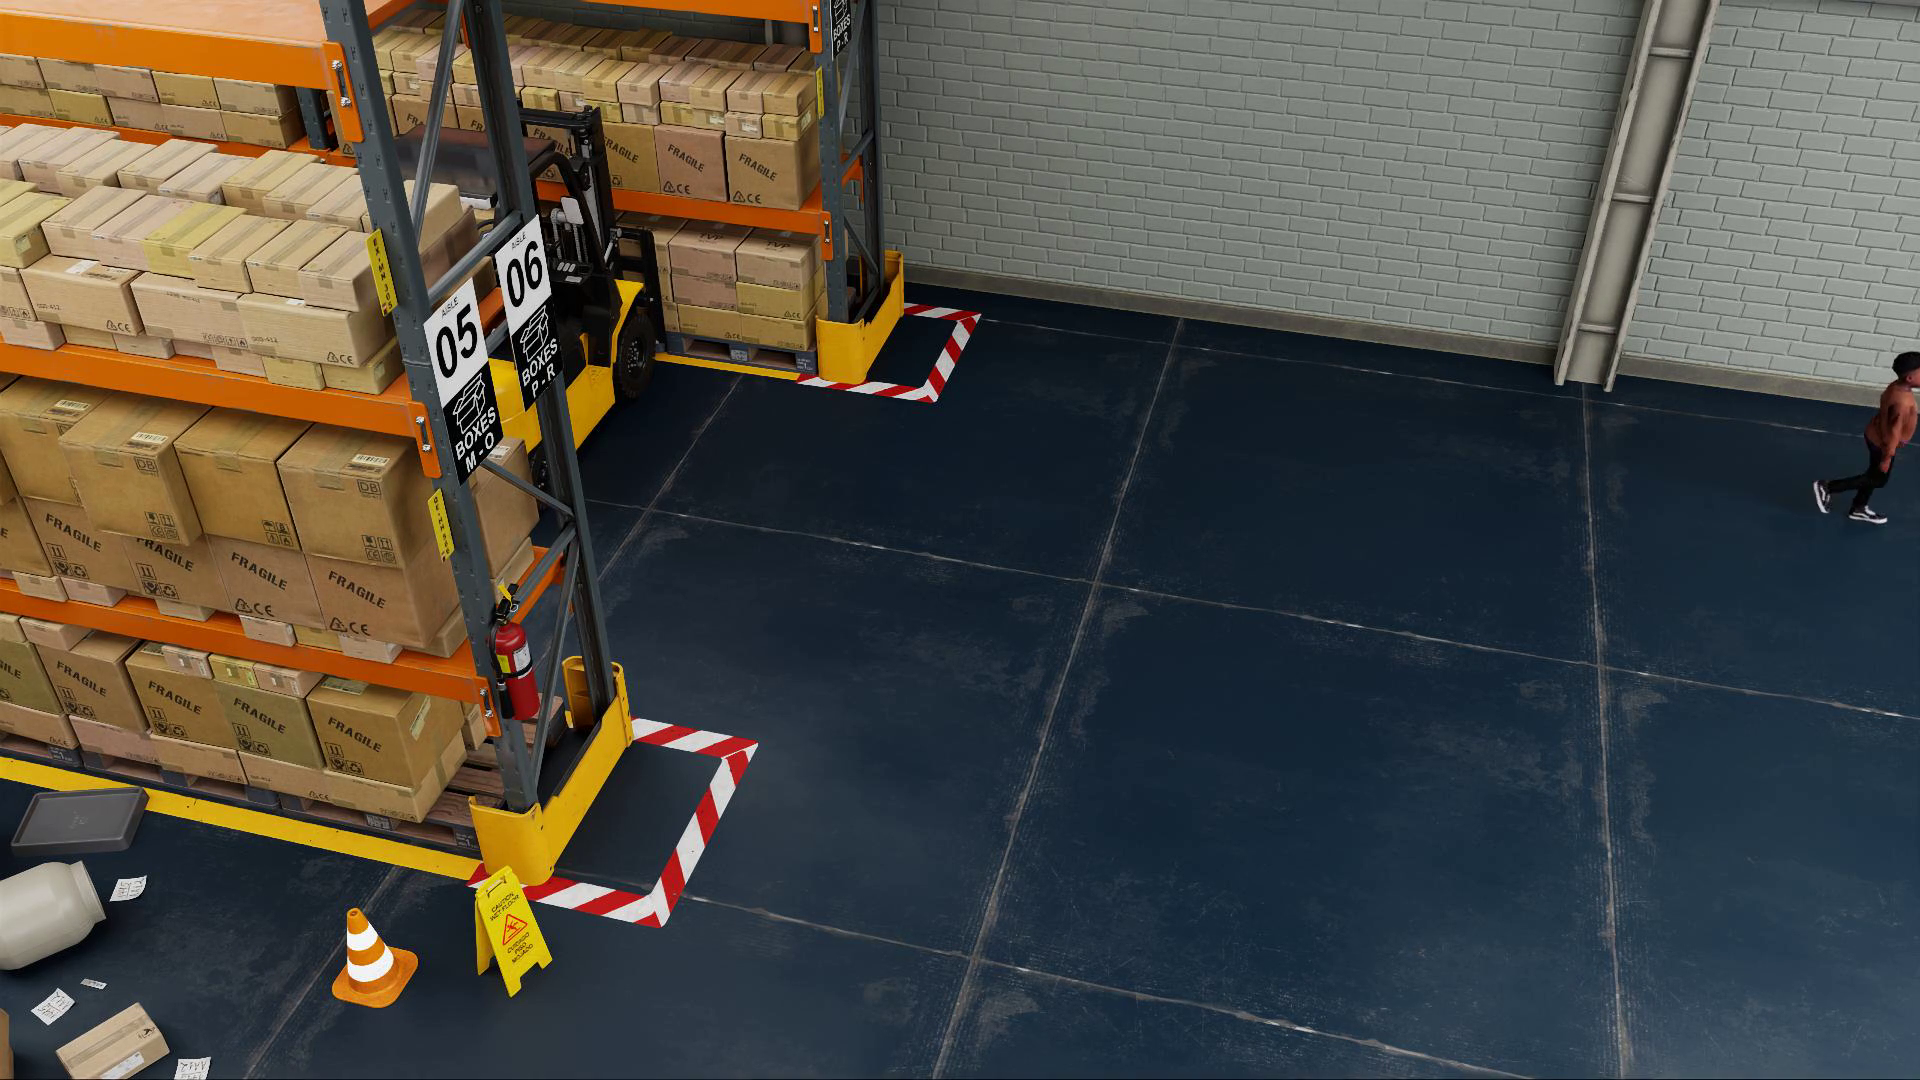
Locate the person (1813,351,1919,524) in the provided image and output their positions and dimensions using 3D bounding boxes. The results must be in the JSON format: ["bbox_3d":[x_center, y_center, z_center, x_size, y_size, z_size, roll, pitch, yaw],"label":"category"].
[{"bbox_3d":[5.761,-0.639,10.496,0.738,1.245,0.580,15,40,19],"label":"person"}]
